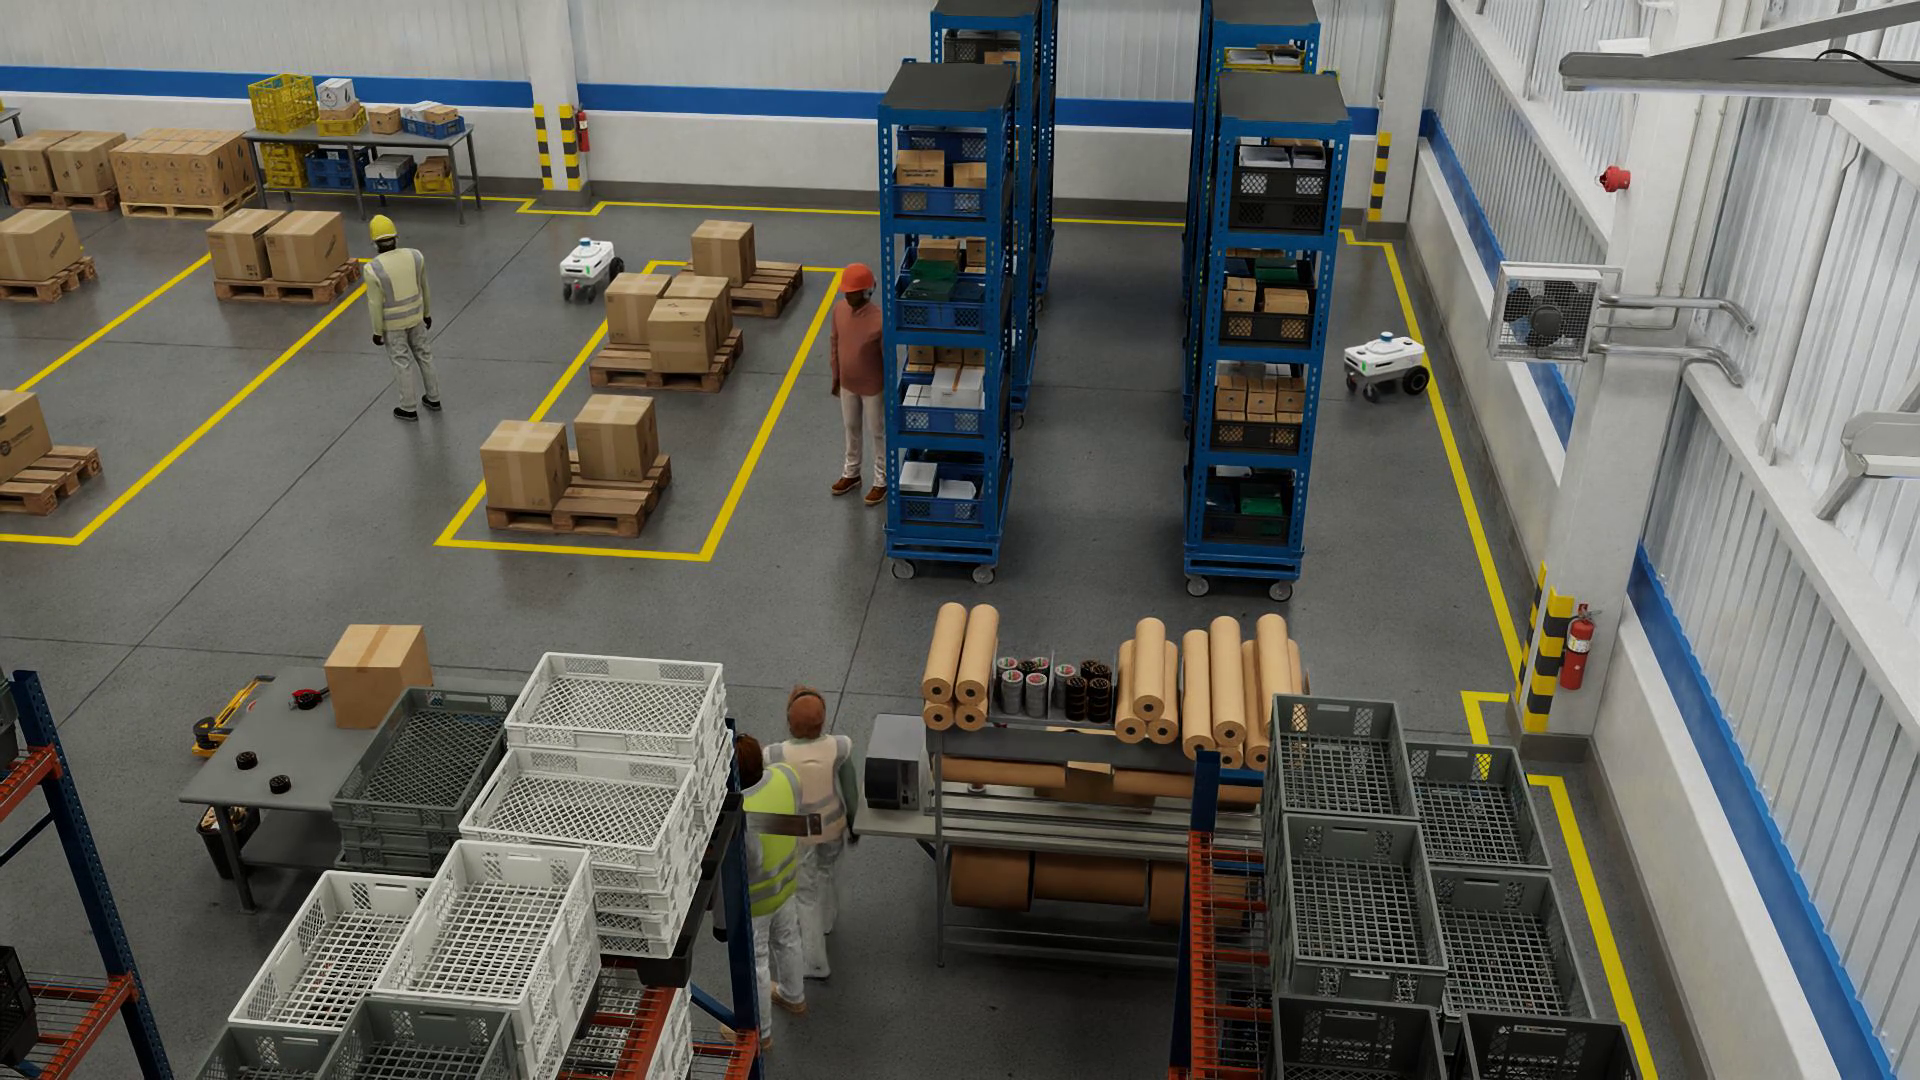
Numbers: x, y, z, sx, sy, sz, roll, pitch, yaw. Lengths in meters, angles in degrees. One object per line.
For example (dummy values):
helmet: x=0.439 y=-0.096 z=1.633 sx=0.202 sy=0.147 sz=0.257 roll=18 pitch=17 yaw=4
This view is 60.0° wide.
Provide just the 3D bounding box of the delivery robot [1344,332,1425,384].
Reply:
delivery robot: x=3.848 y=-1.651 z=15.112 sx=0.707 sy=0.478 sz=0.477 roll=-13 pitch=33 yaw=-21

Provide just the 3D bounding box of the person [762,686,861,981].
person: x=-0.757 y=1.540 z=8.690 sx=0.530 sy=1.602 sz=0.599 roll=-13 pitch=33 yaw=-21

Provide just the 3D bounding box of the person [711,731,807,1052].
person: x=-1.014 y=1.709 z=8.174 sx=0.431 sy=1.837 sz=0.629 roll=17 pitch=34 yaw=26

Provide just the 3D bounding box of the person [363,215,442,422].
person: x=-4.852 y=-1.922 z=14.409 sx=0.403 sy=1.827 sz=0.600 roll=21 pitch=36 yaw=32

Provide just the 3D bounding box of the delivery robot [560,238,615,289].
delivery robot: x=-3.859 y=-2.885 z=17.232 sx=0.477 sy=0.478 sz=0.707 roll=6 pitch=31 yaw=10

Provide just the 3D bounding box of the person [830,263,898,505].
person: x=-0.773 y=-1.231 z=13.059 sx=0.608 sy=1.996 sz=0.382 roll=19 pitch=35 yaw=30

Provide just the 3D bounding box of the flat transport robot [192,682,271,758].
flat transport robot: x=-4.089 y=1.163 z=10.648 sx=1.431 sy=0.197 sz=0.652 roll=3 pitch=30 yaw=6
